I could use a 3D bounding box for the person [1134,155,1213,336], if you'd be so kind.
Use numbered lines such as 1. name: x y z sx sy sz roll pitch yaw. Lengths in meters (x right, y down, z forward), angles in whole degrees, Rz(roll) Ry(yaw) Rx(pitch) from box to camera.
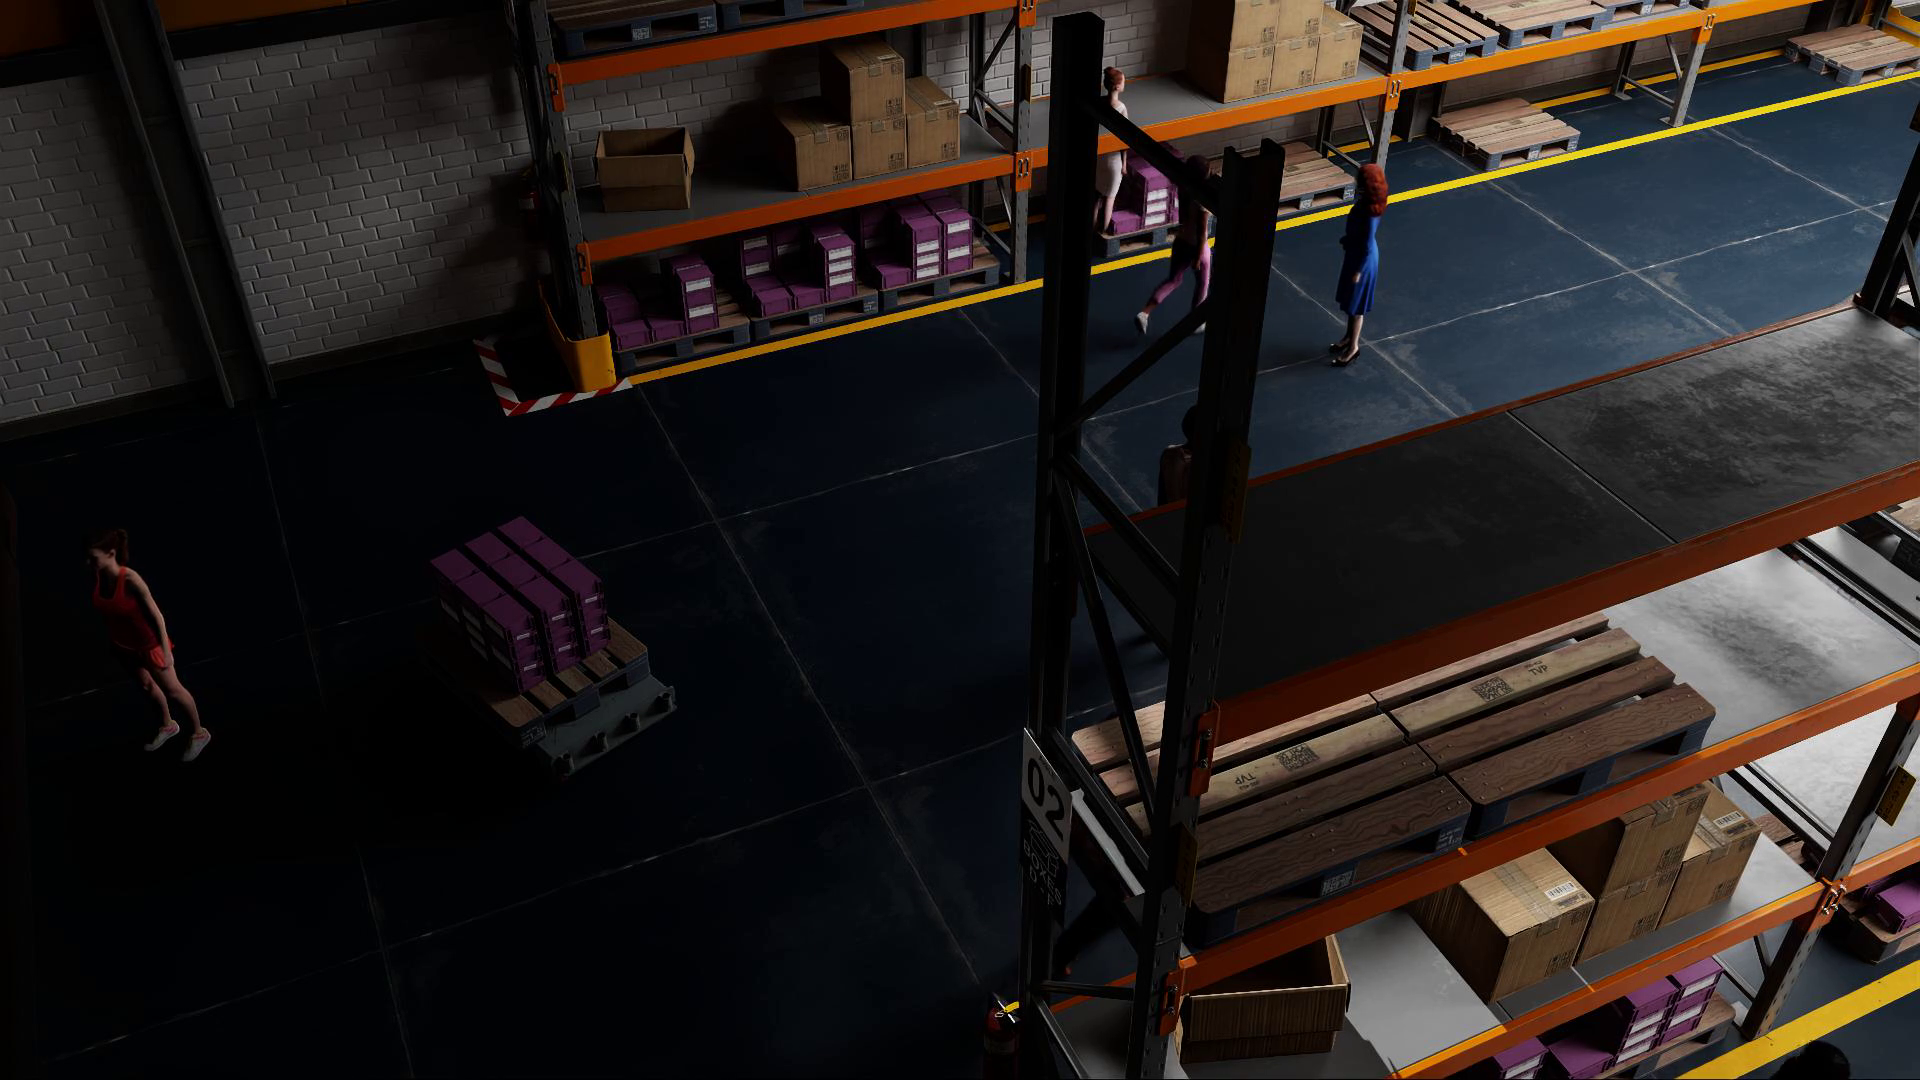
1. person: 1.884 -2.458 14.150 1.071 1.716 0.653 -20 43 -23

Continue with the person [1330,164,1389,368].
1. person: 3.331 -2.283 13.842 0.751 1.826 0.717 7 39 8

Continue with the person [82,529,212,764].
1. person: -5.046 0.639 10.243 0.656 1.752 0.719 12 40 14

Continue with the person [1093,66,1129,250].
1. person: 1.363 -3.539 15.441 0.552 1.793 0.587 -24 44 -27

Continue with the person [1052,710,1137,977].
1. person: 0.742 1.632 8.966 1.148 1.795 0.818 -23 44 -26
